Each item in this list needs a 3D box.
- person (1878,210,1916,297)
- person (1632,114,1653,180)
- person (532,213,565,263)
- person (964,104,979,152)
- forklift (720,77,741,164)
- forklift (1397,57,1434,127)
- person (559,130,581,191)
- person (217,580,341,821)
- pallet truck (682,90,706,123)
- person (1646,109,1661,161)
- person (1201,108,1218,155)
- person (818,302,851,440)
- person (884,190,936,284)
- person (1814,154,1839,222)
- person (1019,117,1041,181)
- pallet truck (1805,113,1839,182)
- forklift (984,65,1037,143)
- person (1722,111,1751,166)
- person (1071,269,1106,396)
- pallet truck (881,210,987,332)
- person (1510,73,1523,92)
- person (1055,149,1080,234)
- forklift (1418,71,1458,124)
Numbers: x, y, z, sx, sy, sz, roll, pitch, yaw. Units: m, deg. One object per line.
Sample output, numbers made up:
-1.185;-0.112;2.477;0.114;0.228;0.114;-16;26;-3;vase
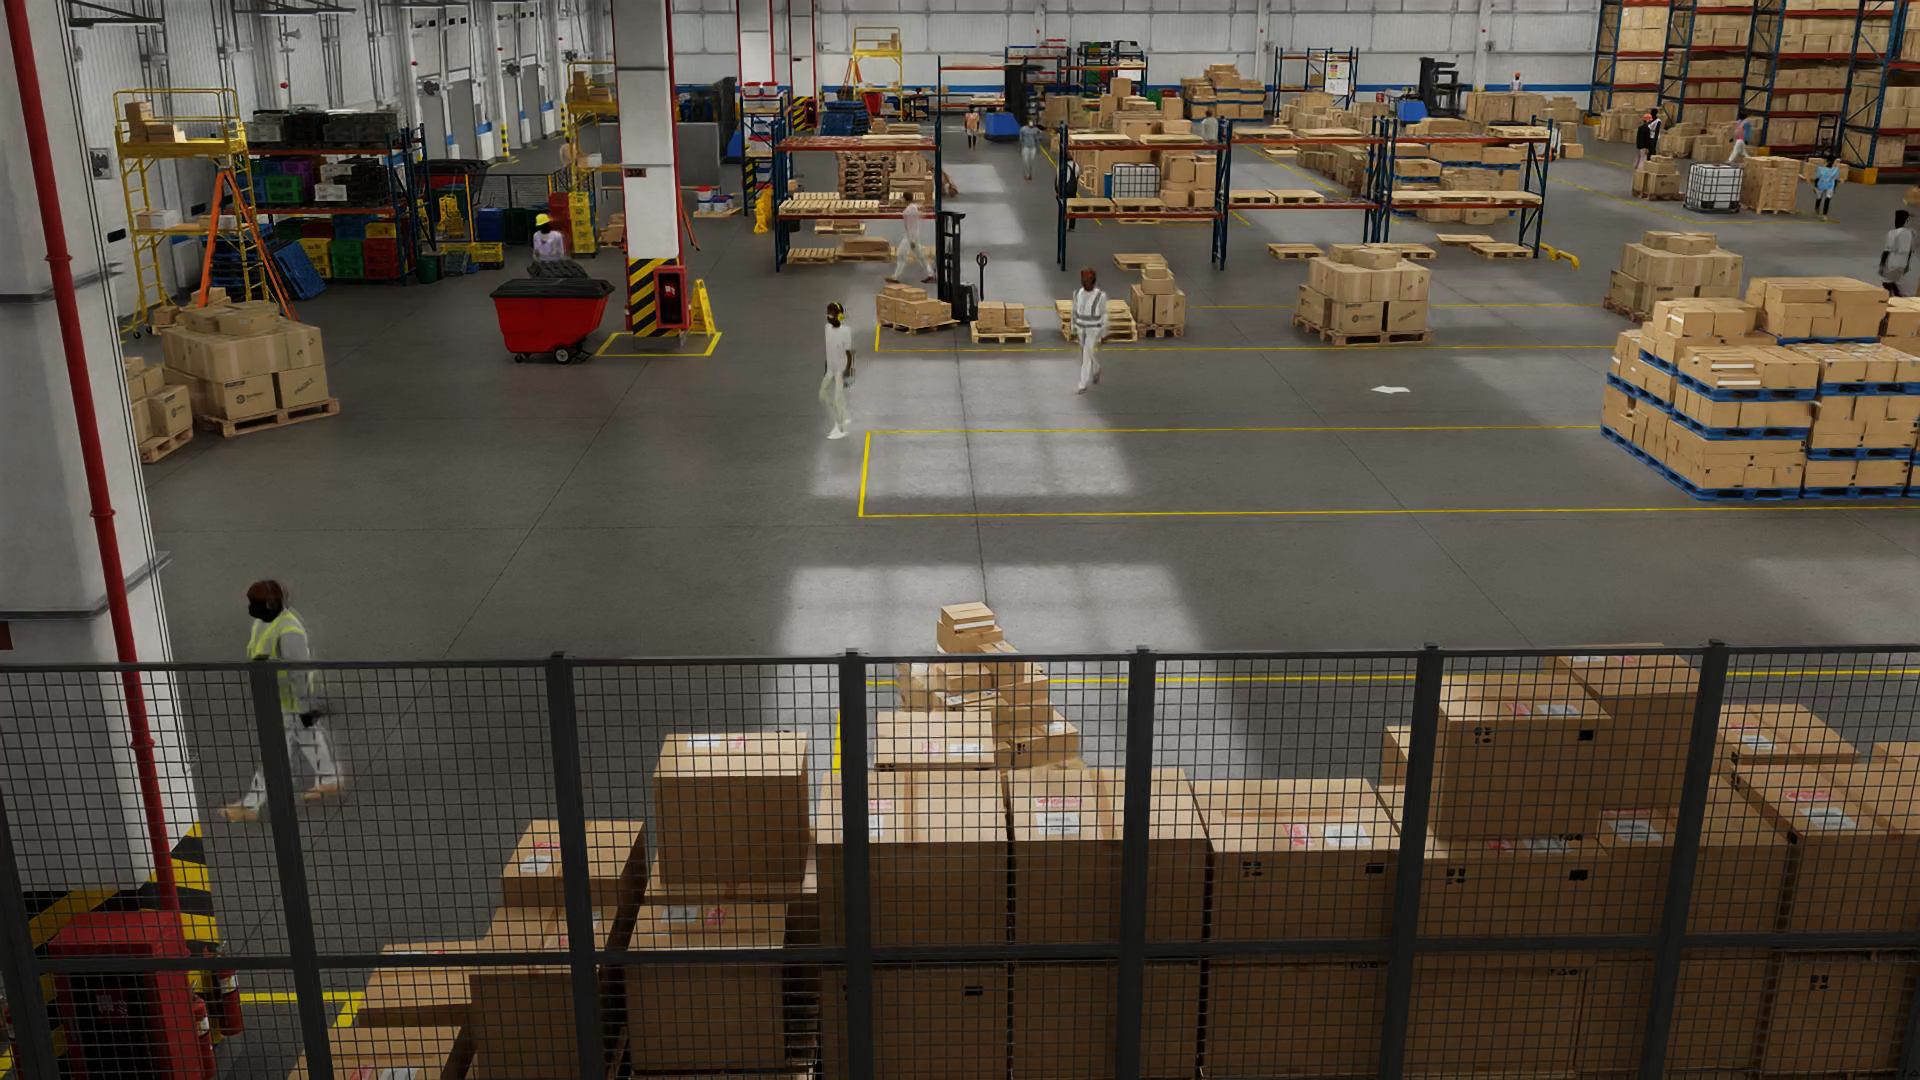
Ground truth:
16.954;-5.012;30.179;0.633;1.942;0.436;-5;19;-15;person
20.869;-11.987;50.796;0.377;1.995;0.608;-3;19;-8;person
-7.489;-4.935;30.037;0.591;1.882;0.885;8;20;22;person
0.416;-14.682;59.270;0.540;1.682;0.447;0;19;1;person
-7.576;-13.878;55.042;1.873;2.768;1.129;-1;19;-1;forklift
19.193;-18.499;68.751;1.873;2.768;1.129;-1;19;-1;forklift
-10.790;-10.392;46.193;0.607;1.913;0.638;-5;19;-15;person
-5.031;1.159;12.099;0.926;1.795;0.654;-13;23;-34;person
-9.671;-15.907;62.421;0.823;1.965;1.885;5;19;15;pallet truck
22.521;-13.050;54.083;0.391;1.912;0.589;-4;19;-12;person
8.044;-12.968;53.816;0.636;1.944;0.391;-12;22;-31;person
-1.666;-2.240;22.093;0.565;1.855;0.383;17;25;42;person
-0.970;-6.089;33.478;1.034;1.890;0.648;3;19;8;person
22.073;-8.994;42.419;0.541;1.676;0.614;9;21;25;person
2.158;-11.902;50.667;0.662;1.910;0.832;-3;19;-10;person
26.403;-11.957;50.702;0.823;1.965;1.885;6;19;16;pallet truck
1.948;-16.471;62.733;1.873;2.768;1.129;-7;20;-19;forklift
25.688;-13.201;54.722;0.976;1.796;0.627;0;19;-1;person
1.937;-3.131;24.767;0.584;1.858;0.899;15;24;37;person
-0.493;-4.759;29.349;1.885;1.965;0.823;-13;23;-34;pallet truck
24.833;-19.890;74.331;0.542;1.938;0.357;8;20;23;person
2.538;-8.453;40.240;0.672;2.000;0.536;-17;25;-41;person
17.058;-15.224;59.034;1.129;2.768;1.873;-1;19;-2;forklift
